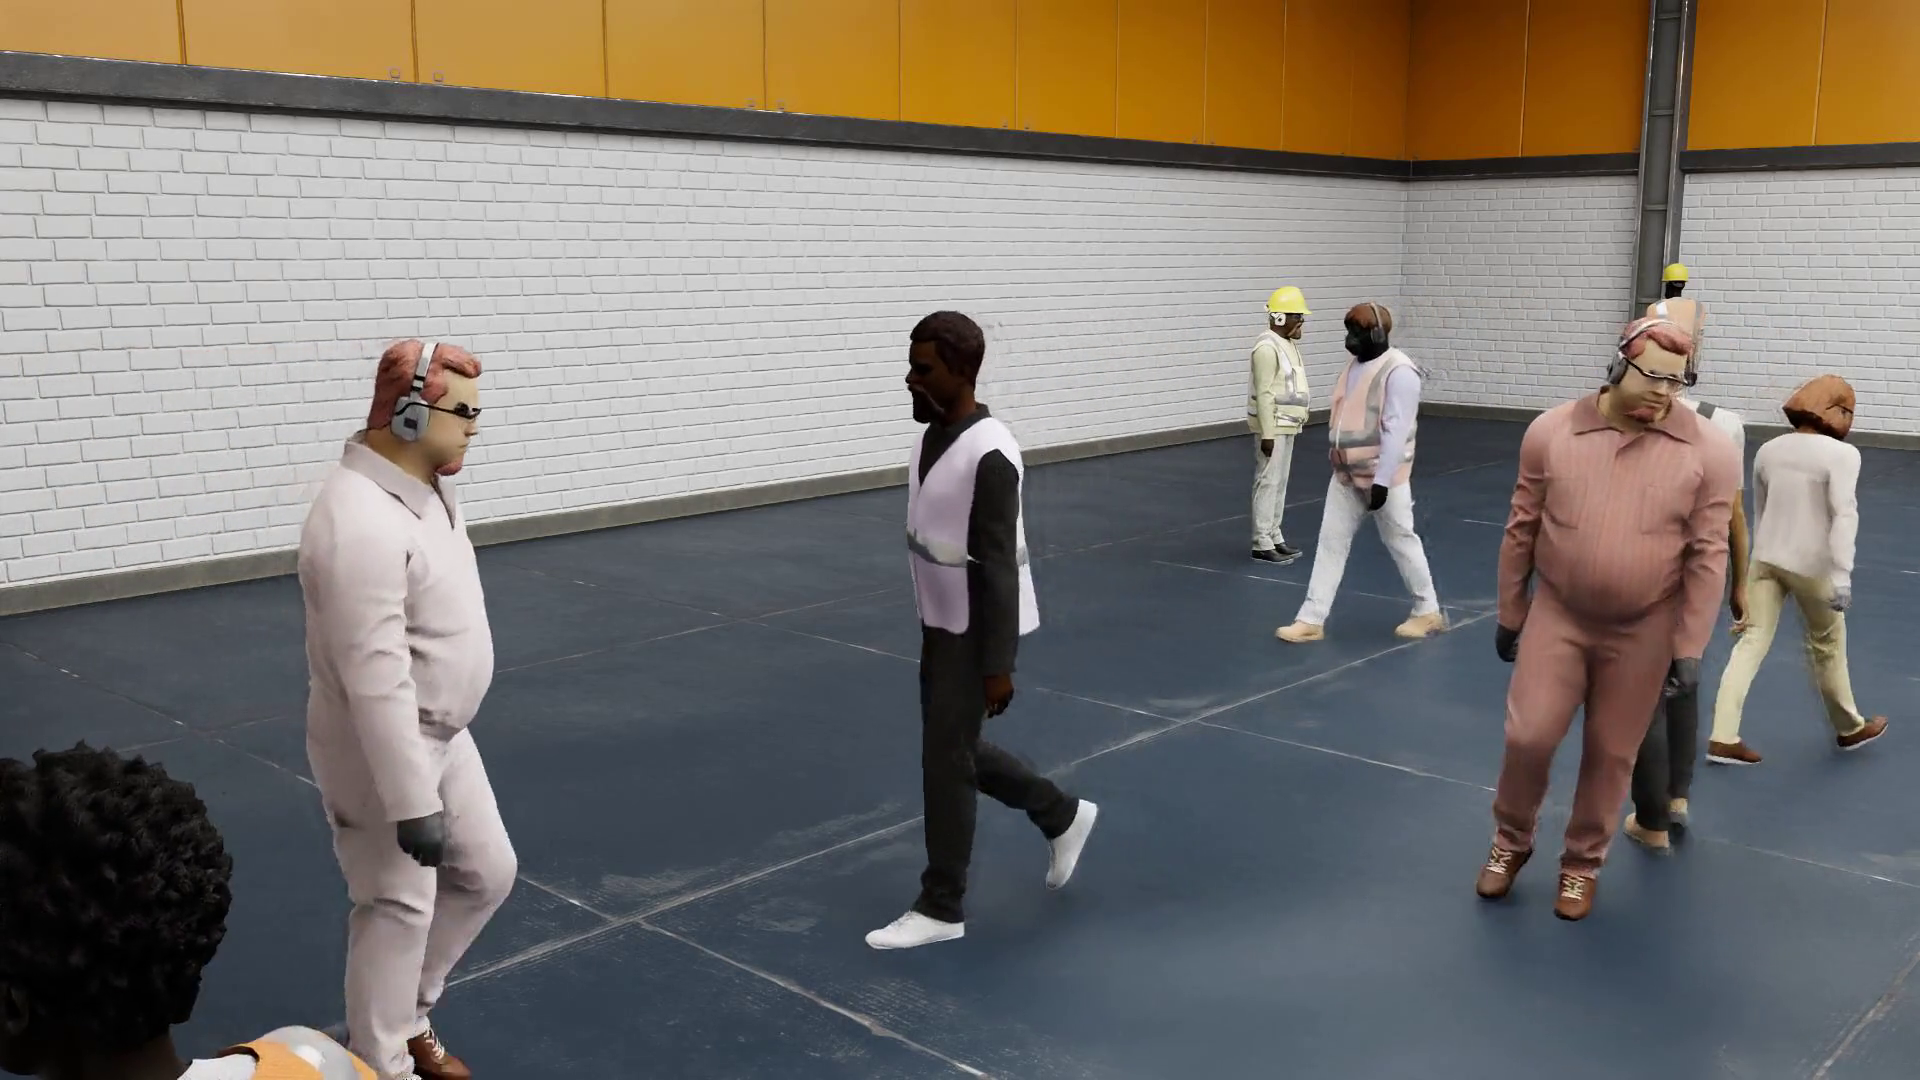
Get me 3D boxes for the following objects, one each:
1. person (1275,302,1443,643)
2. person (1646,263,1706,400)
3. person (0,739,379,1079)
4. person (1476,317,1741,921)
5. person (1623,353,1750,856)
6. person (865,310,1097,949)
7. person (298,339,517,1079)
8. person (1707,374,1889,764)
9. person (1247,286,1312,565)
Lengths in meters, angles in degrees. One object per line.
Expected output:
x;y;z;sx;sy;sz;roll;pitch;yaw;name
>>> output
2.175;-0.344;8.754;0.952;1.802;0.632;-4;11;-24;person
6.744;-1.650;15.792;0.586;1.928;0.369;-1;10;-8;person
-0.653;0.996;1.412;0.321;1.691;0.531;3;10;15;person
1.968;0.262;5.072;0.678;1.874;0.439;5;11;26;person
2.448;0.162;5.800;0.542;1.813;0.591;0;10;2;person
0.079;0.265;4.983;0.724;1.904;0.599;-4;11;-20;person
-1.261;0.482;3.798;0.434;1.879;0.682;-1;10;-5;person
3.410;0.125;6.692;0.888;1.564;0.561;-4;11;-24;person
2.104;-0.753;10.987;0.403;1.826;0.592;5;11;26;person
